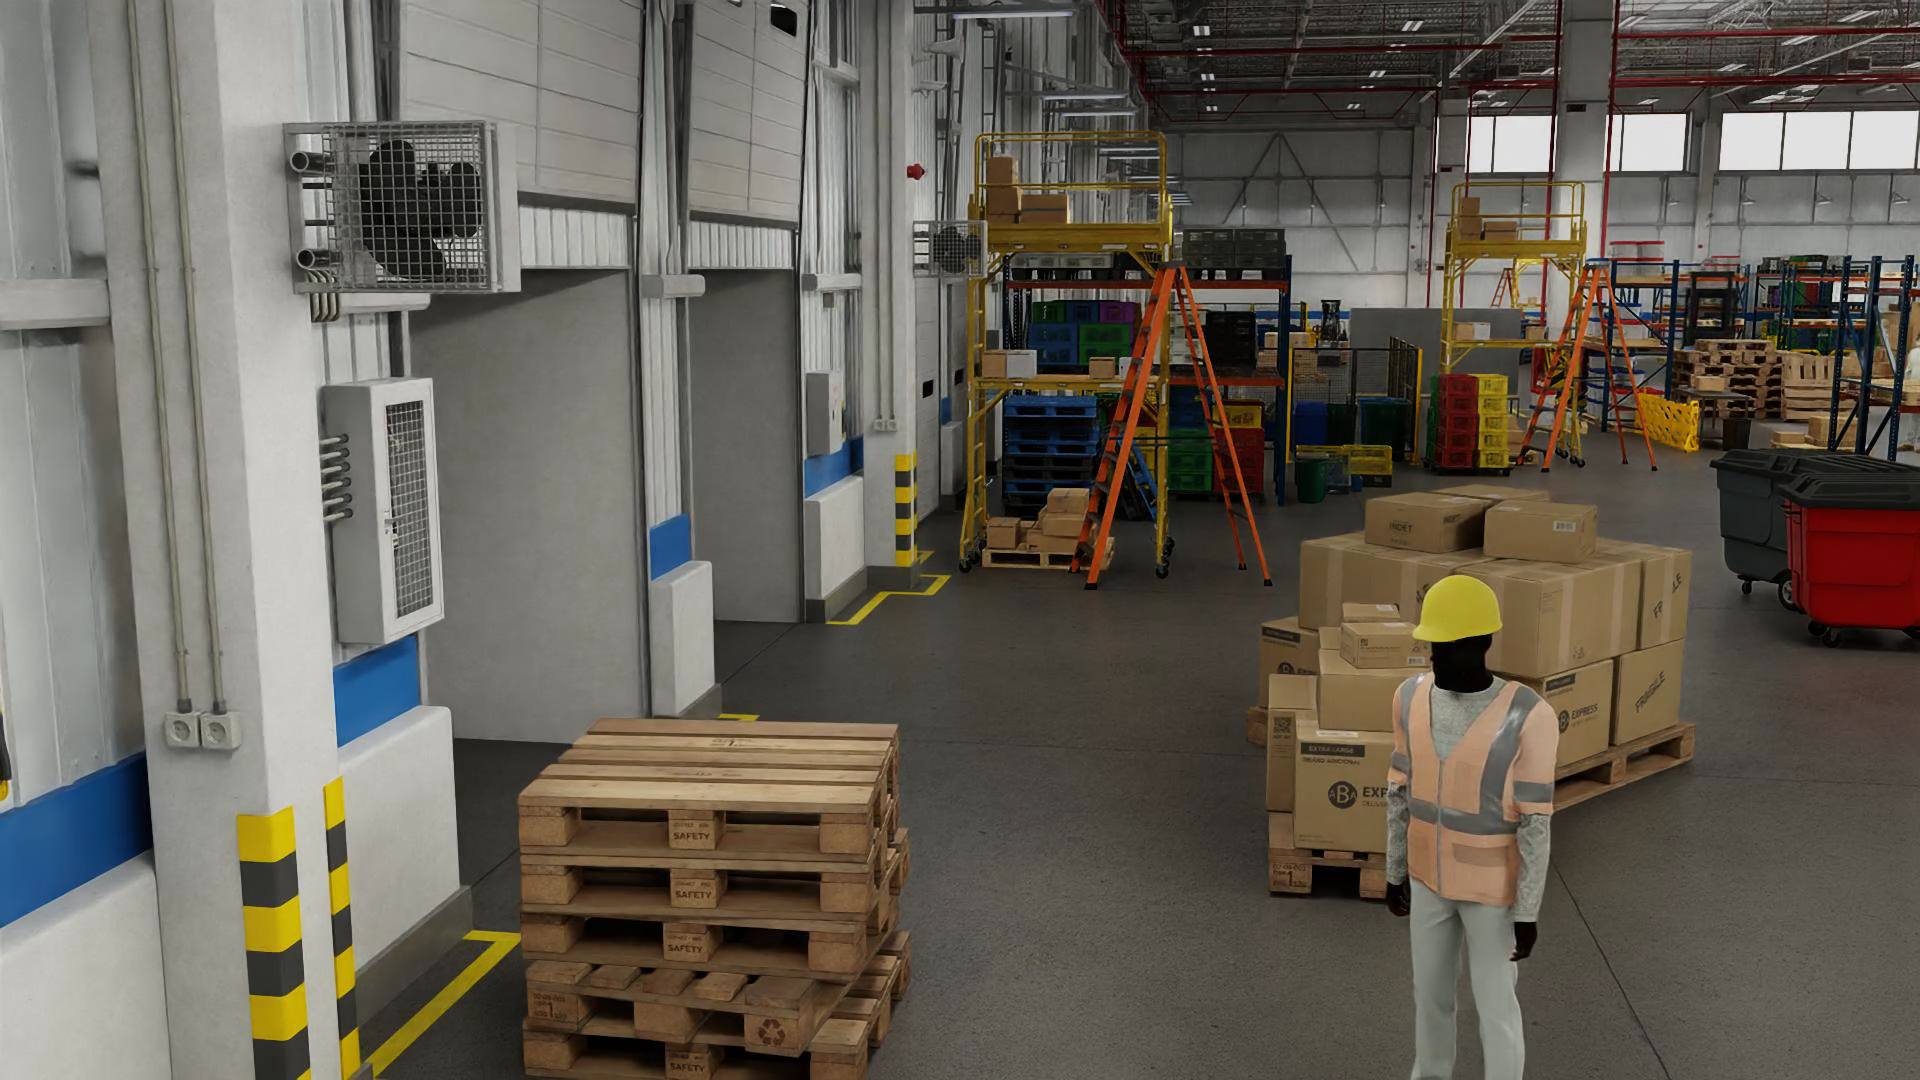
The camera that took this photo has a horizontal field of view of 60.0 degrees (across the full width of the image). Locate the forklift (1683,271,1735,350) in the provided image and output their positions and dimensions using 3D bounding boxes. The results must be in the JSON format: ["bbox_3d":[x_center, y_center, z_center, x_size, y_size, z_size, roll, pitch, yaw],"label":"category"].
[{"bbox_3d":[17.391,-4.840,38.619,1.129,2.768,1.873,4,10,24],"label":"forklift"}]

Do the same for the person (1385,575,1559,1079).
[{"bbox_3d":[1.569,1.055,5.229,0.393,1.921,0.587,-7,12,-38],"label":"person"}]

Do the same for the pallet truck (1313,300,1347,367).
[{"bbox_3d":[11.159,-6.200,49.718,0.823,1.965,1.885,4,10,26],"label":"pallet truck"}]

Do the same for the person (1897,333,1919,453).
[{"bbox_3d":[15.024,-2.316,25.959,0.373,1.936,0.627,-4,10,-23],"label":"person"}]

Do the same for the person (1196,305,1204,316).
[{"bbox_3d":[6.352,-5.292,44.351,0.544,1.928,0.392,-7,12,-38],"label":"person"}]

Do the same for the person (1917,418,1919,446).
[{"bbox_3d":[15.745,-2.359,26.835,0.485,1.737,0.320,-4,10,-23],"label":"person"}]

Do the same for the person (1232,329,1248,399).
[{"bbox_3d":[5.863,-3.585,34.724,0.313,1.631,0.516,-3,10,-20],"label":"person"}]
